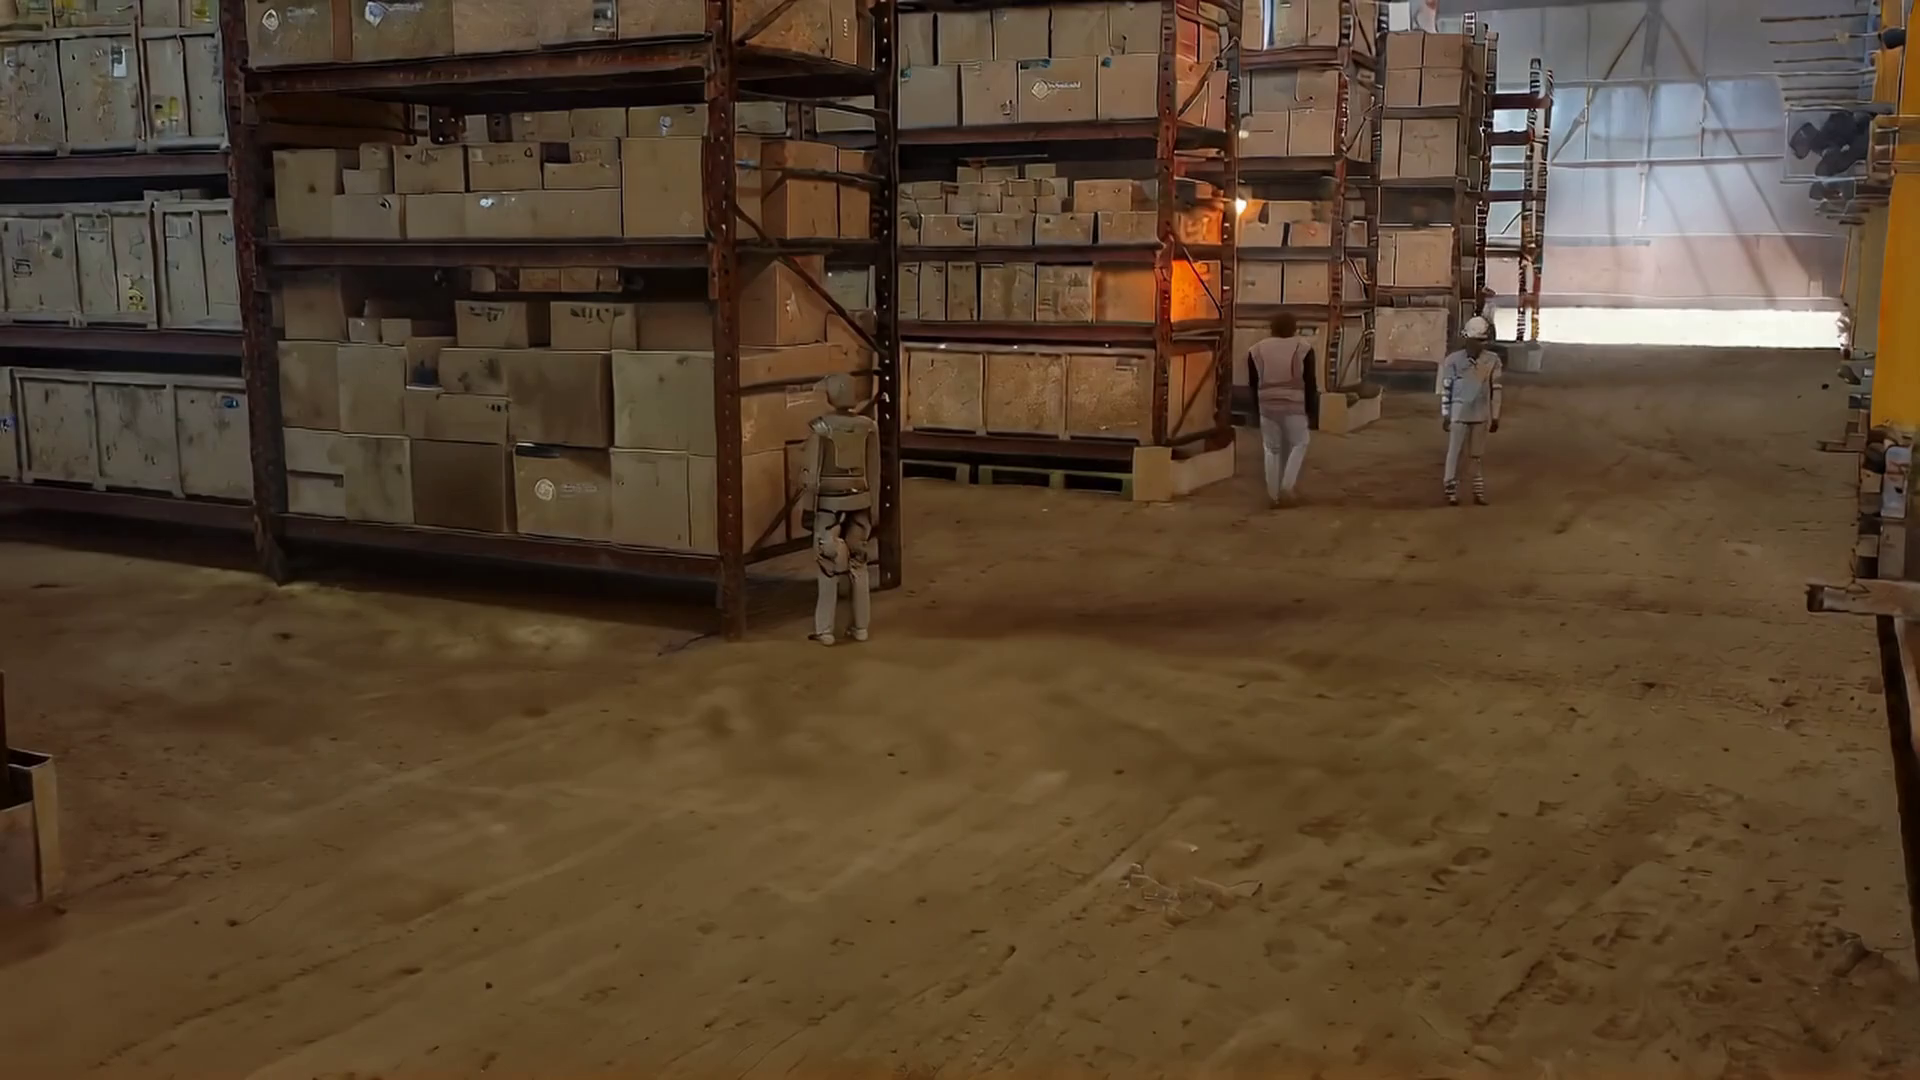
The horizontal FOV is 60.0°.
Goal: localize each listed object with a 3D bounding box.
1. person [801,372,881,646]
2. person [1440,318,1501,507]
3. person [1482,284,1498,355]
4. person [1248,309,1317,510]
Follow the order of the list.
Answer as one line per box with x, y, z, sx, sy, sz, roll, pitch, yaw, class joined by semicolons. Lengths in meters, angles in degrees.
-0.699;-0.181;9.912;0.525;1.632;0.312;-6;12;-32;person
4.688;-1.163;15.261;0.566;1.744;0.349;-1;10;-4;person
10.273;-4.111;32.369;0.316;1.736;0.486;8;12;37;person
2.911;-1.169;15.038;0.656;1.831;0.429;6;11;29;person
